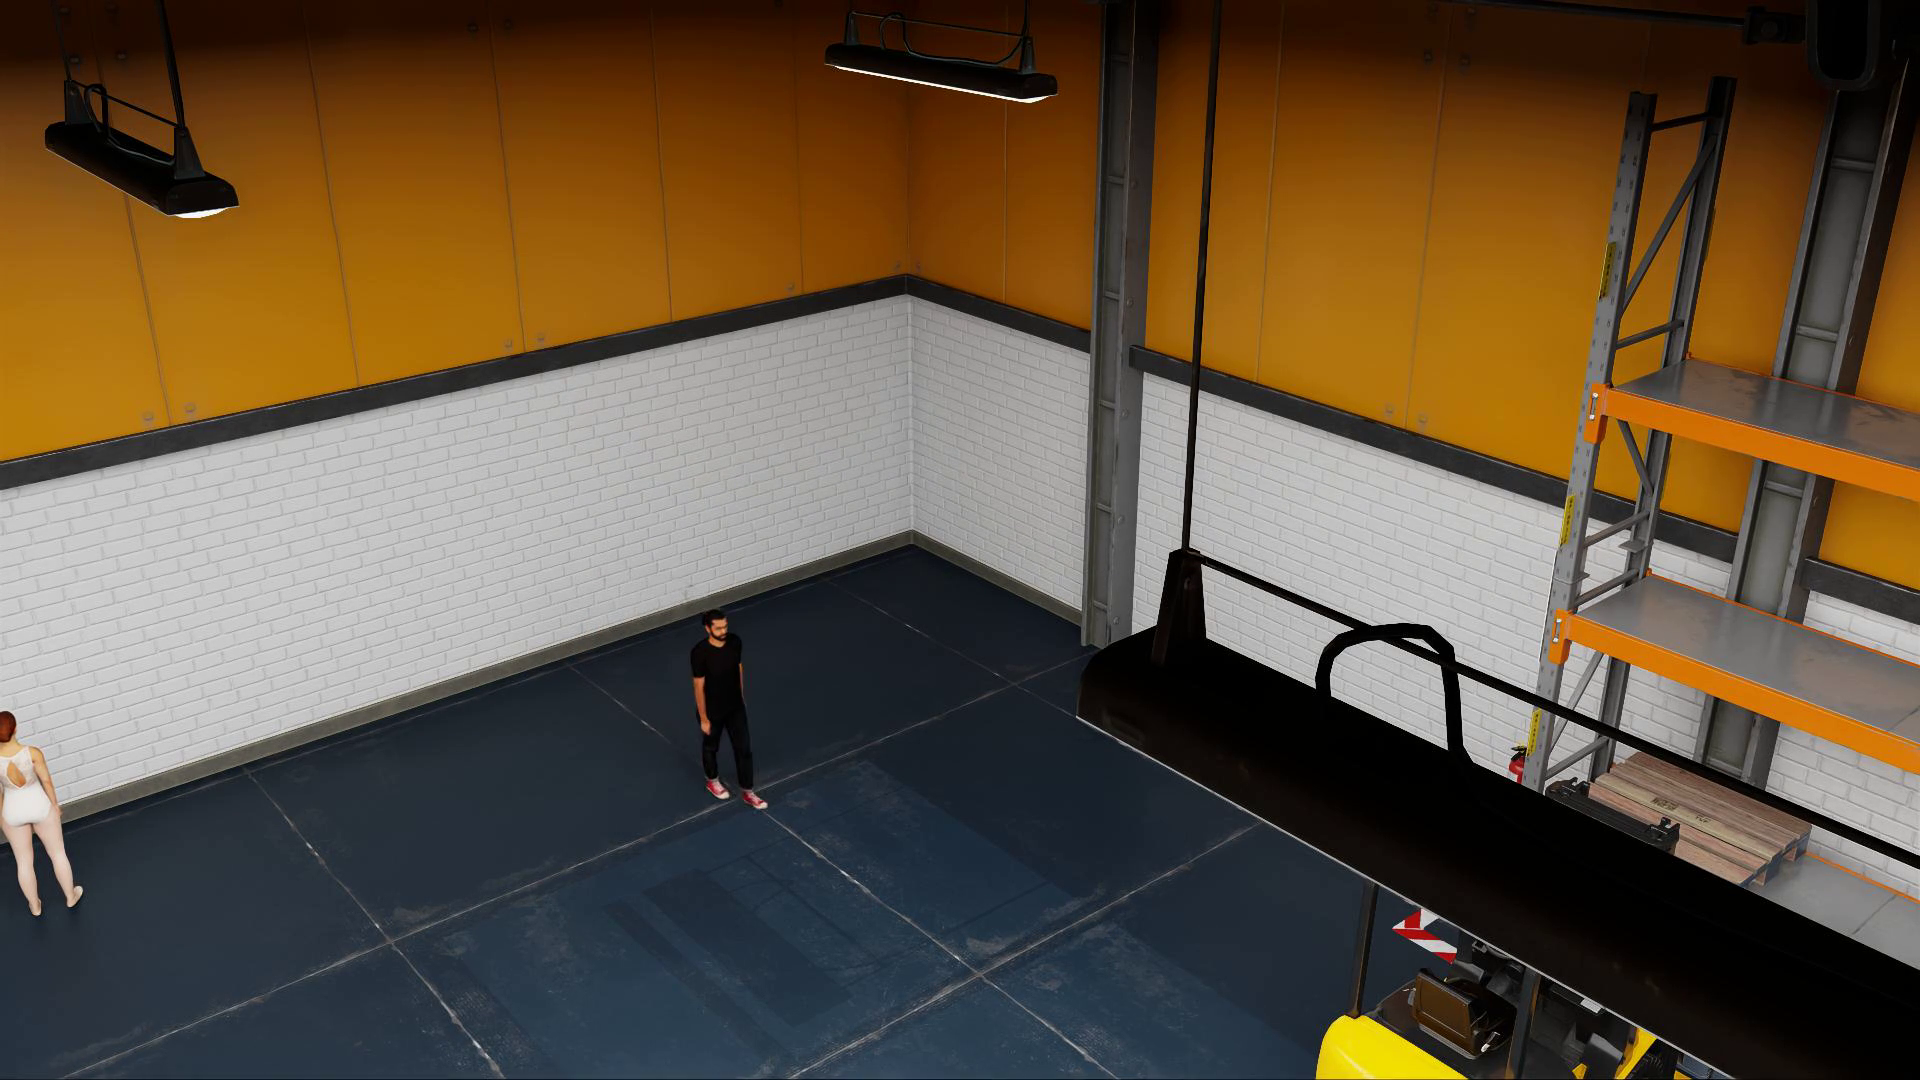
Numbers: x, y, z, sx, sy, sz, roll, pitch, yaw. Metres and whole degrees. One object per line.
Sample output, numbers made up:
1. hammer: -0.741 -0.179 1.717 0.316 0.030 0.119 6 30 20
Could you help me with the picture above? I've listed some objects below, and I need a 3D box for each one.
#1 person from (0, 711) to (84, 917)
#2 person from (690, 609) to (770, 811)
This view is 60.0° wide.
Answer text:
1. person: -6.719 1.964 11.994 0.597 1.644 0.567 -10 25 -21
2. person: -1.979 1.310 13.377 0.640 1.734 0.897 -19 30 -36
